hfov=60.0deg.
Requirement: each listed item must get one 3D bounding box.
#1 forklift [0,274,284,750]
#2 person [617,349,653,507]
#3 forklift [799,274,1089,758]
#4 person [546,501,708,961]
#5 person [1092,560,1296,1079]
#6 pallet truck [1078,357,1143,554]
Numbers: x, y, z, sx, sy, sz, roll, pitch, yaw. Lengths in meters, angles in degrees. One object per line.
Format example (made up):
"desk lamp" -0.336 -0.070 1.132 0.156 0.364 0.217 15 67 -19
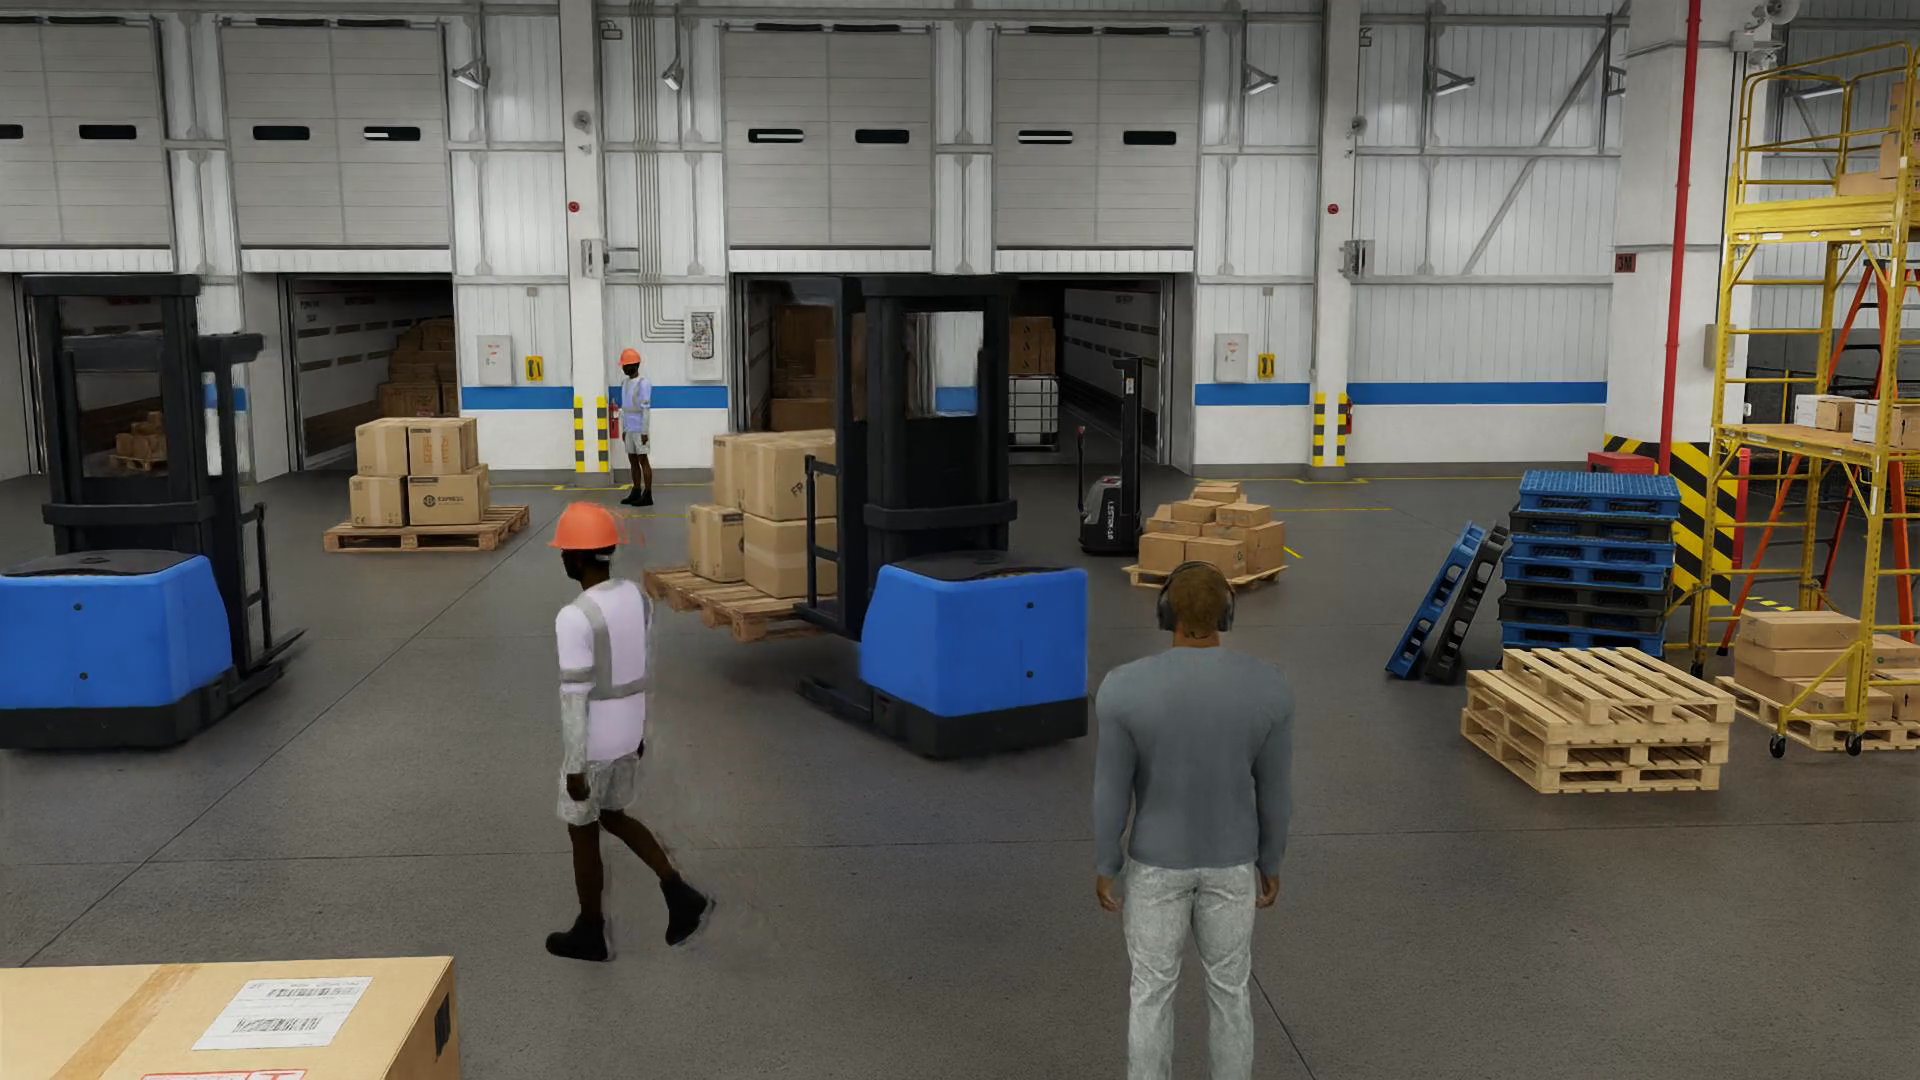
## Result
"forklift" -5.188 -0.260 10.380 1.129 2.768 1.873 -1 9 -4
"person" -3.989 -1.374 20.358 0.389 1.930 0.544 -8 12 -42
"forklift" -0.112 -0.244 10.281 1.129 2.768 1.873 -5 10 -30
"person" -1.407 0.798 6.729 0.630 1.926 0.559 4 10 24
"person" 0.733 1.025 5.288 0.633 1.933 0.362 0 9 -2
"pallet truck" 2.088 -0.836 16.757 1.885 1.965 0.823 2 9 13
